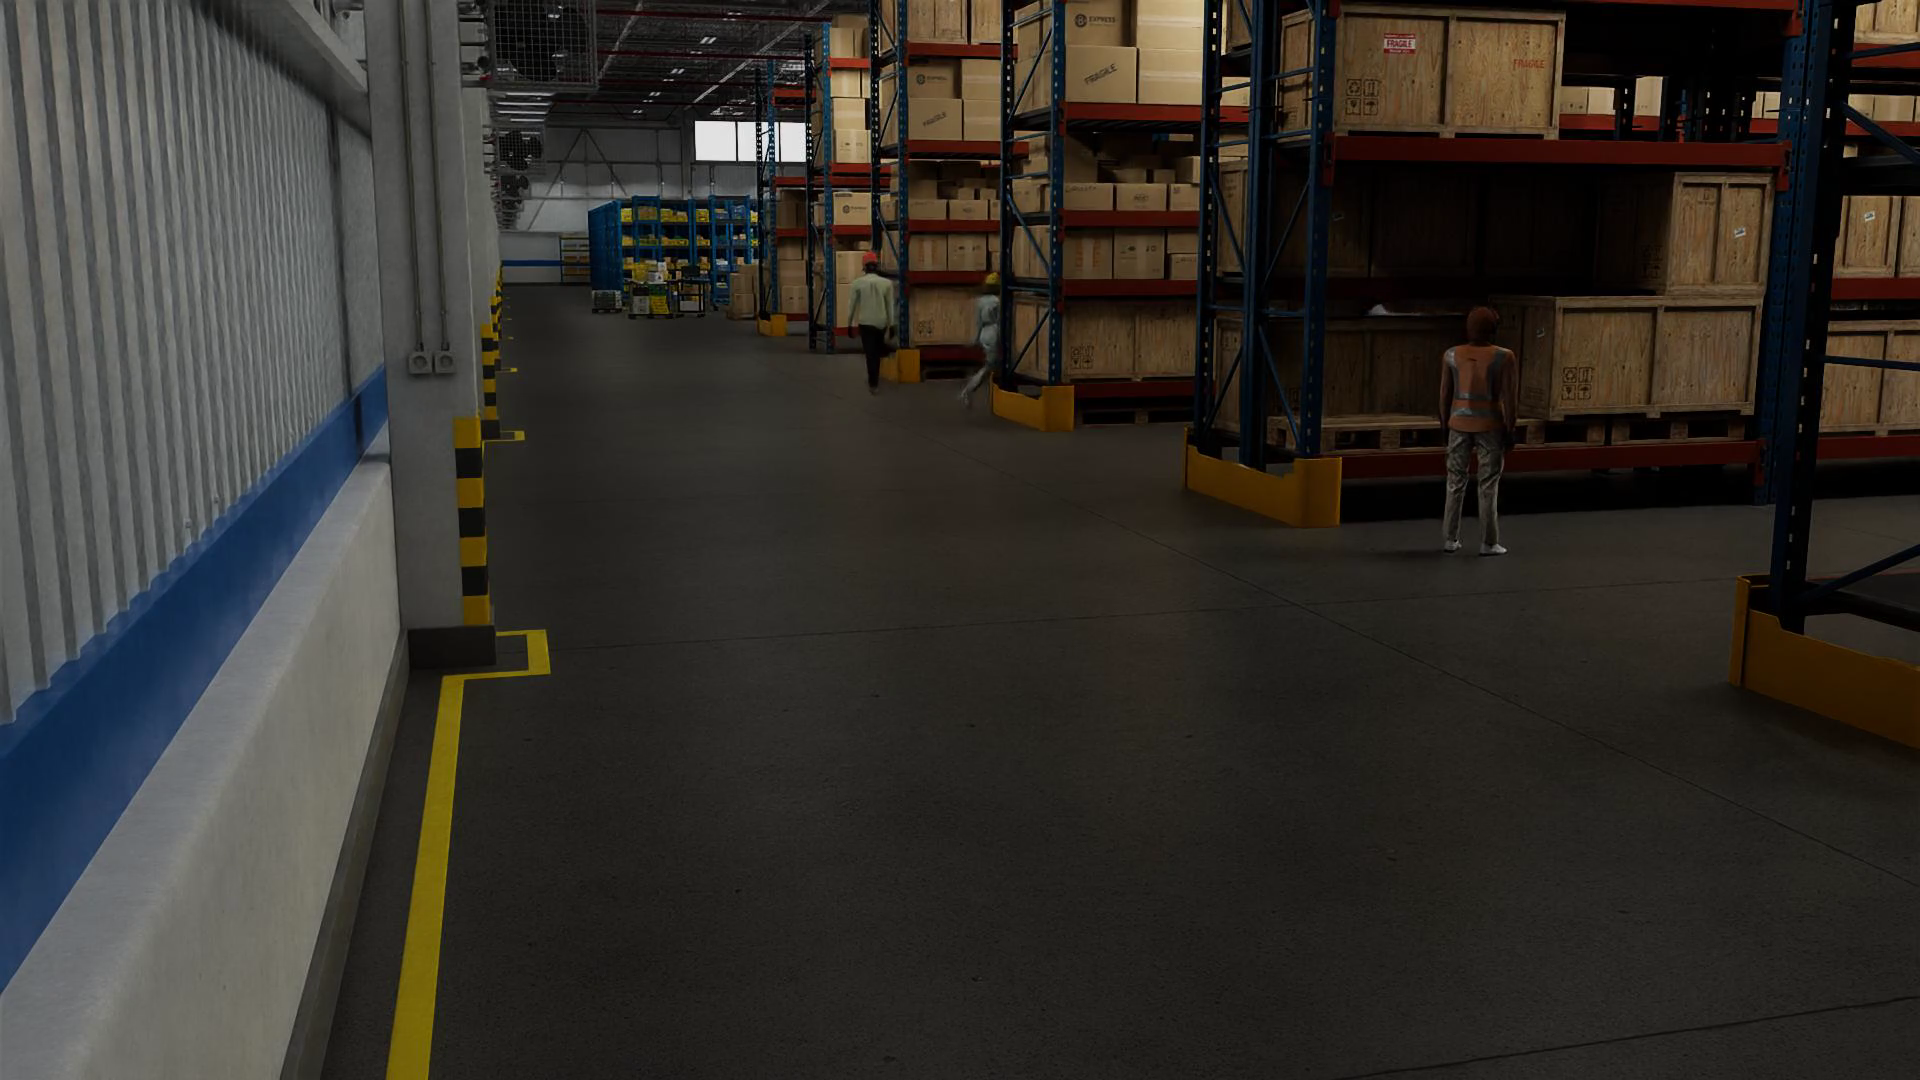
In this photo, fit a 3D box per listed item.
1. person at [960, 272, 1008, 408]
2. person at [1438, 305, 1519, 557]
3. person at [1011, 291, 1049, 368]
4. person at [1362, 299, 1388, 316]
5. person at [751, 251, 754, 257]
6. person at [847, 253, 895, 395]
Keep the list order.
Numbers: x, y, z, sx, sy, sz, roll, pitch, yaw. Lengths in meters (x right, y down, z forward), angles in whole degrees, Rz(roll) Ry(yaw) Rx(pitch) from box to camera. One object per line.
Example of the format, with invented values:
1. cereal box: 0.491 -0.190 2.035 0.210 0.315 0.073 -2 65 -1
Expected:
1. person: 0.335 -2.503 20.850 0.812 1.706 0.474 -6 12 -33
2. person: 3.394 -0.707 10.911 0.530 1.649 0.312 8 13 37
3. person: 1.132 -3.134 24.246 0.996 1.792 0.618 -2 10 -13
4. person: 4.273 -1.825 16.949 0.678 1.732 0.568 2 10 9
5. person: -8.961 -11.734 72.848 0.579 1.815 0.860 -2 10 -13
6. person: -1.228 -2.982 22.947 0.627 1.937 1.087 -3 10 -15
